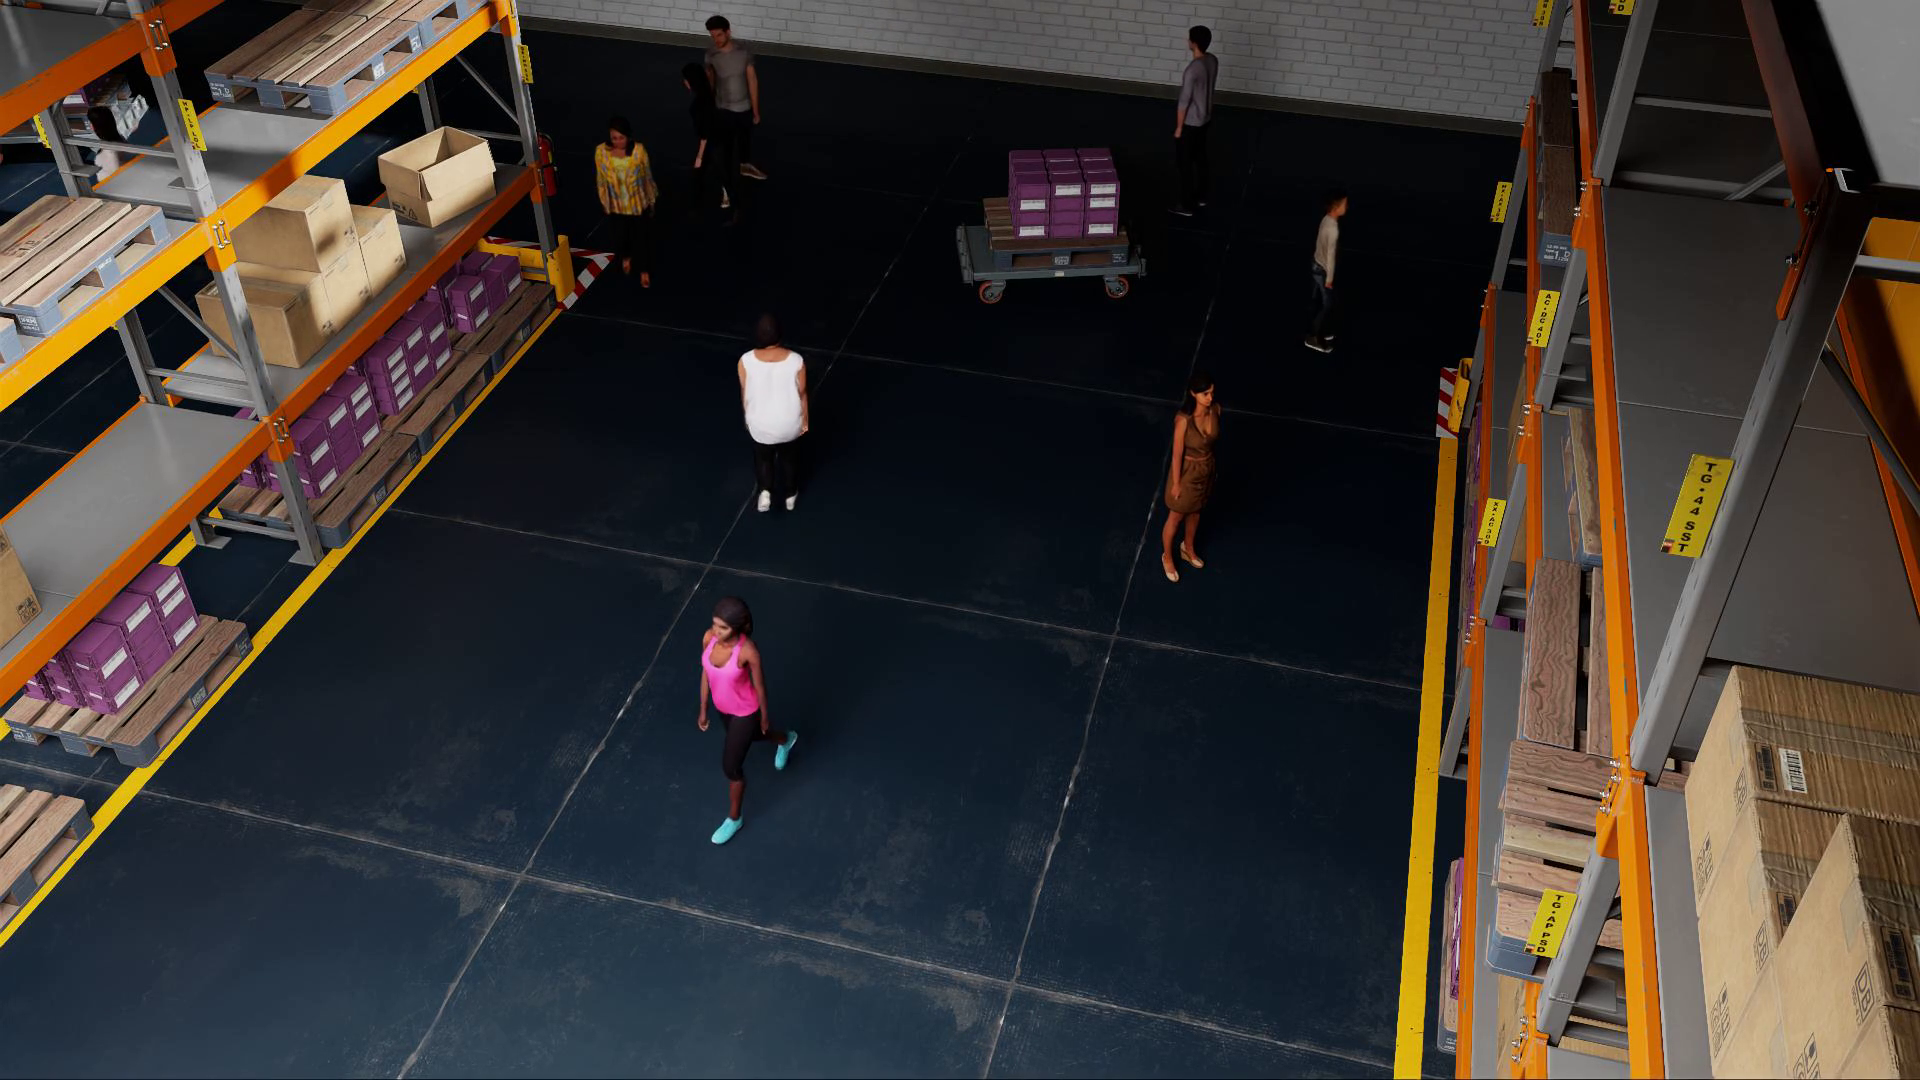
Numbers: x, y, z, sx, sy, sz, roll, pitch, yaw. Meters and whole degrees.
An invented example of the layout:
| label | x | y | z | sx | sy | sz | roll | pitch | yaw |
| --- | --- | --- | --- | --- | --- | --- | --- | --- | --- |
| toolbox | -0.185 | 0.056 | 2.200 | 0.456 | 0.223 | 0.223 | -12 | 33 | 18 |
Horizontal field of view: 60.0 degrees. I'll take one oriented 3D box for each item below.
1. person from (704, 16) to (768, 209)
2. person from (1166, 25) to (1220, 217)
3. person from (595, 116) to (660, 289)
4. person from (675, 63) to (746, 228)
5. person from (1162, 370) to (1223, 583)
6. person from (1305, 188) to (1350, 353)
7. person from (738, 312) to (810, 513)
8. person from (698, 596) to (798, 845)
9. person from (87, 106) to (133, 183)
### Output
| label | x | y | z | sx | sy | sz | roll | pitch | yaw |
| --- | --- | --- | --- | --- | --- | --- | --- | --- | --- |
| person | -2.201 | -4.245 | 16.211 | 1.063 | 1.844 | 1.173 | -17 | 42 | -20 |
| person | 2.260 | -4.024 | 15.938 | 0.774 | 1.839 | 0.604 | 25 | 45 | 28 |
| person | -2.962 | -3.052 | 14.878 | 0.845 | 1.643 | 0.887 | -7 | 39 | -8 |
| person | -2.265 | -3.736 | 15.758 | 0.965 | 1.614 | 0.931 | -19 | 42 | -22 |
| person | 1.620 | -0.459 | 11.594 | 0.621 | 1.689 | 0.707 | -26 | 45 | -29 |
| person | 3.050 | -2.304 | 14.089 | 0.684 | 1.460 | 0.551 | 0 | 39 | 1 |
| person | -1.360 | -0.880 | 12.132 | 0.750 | 1.676 | 0.831 | 1 | 39 | 1 |
| person | -1.261 | 0.949 | 9.831 | 0.831 | 1.691 | 1.172 | 25 | 45 | 28 |
| person | -7.445 | -3.132 | 14.993 | 0.924 | 1.625 | 0.928 | -9 | 40 | -11 |
